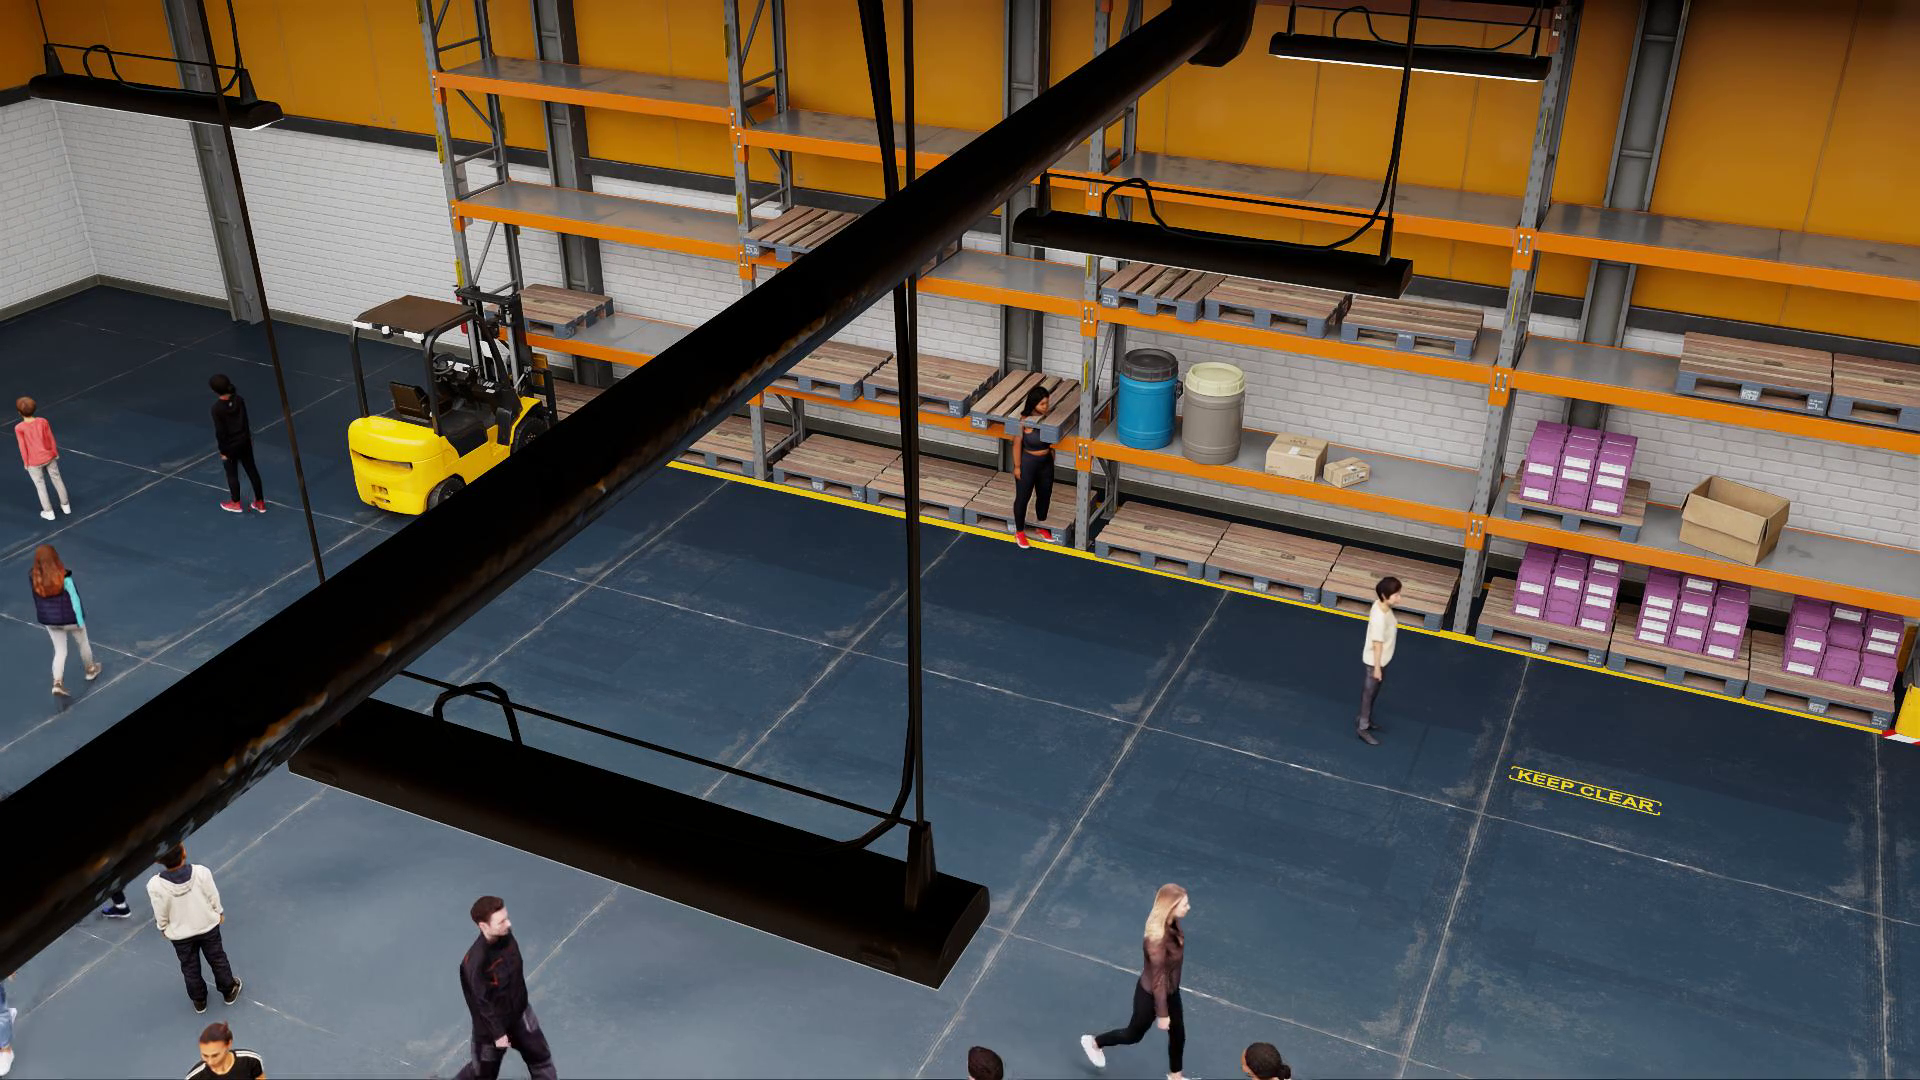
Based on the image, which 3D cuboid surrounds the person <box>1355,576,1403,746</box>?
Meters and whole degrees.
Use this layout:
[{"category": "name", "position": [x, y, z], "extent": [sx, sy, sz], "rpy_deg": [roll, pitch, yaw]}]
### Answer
[{"category": "person", "position": [3.634, 1.030, 14.508], "extent": [0.518, 1.589, 0.618], "rpy_deg": [9, 30, 15]}]

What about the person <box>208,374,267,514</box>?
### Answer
[{"category": "person", "position": [-7.905, -1.040, 18.222], "extent": [0.740, 1.667, 0.670], "rpy_deg": [17, 33, 28]}]

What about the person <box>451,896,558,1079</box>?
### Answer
[{"category": "person", "position": [-2.986, 3.036, 10.531], "extent": [1.245, 1.875, 0.756], "rpy_deg": [10, 30, 17]}]

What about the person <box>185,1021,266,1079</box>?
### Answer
[{"category": "person", "position": [-4.295, 3.493, 9.910], "extent": [0.651, 1.668, 0.686], "rpy_deg": [-14, 32, -24]}]

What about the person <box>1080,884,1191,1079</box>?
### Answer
[{"category": "person", "position": [1.204, 2.950, 10.905], "extent": [1.087, 1.668, 0.624], "rpy_deg": [14, 32, 24]}]

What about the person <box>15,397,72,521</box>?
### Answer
[{"category": "person", "position": [-10.088, -0.908, 18.241], "extent": [0.551, 1.416, 0.572], "rpy_deg": [24, 37, 37]}]

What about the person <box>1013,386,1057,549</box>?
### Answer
[{"category": "person", "position": [0.787, -0.808, 17.641], "extent": [0.770, 1.816, 0.808], "rpy_deg": [-14, 32, -24]}]

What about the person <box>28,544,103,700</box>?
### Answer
[{"category": "person", "position": [-8.207, 0.754, 15.135], "extent": [0.960, 1.474, 0.877], "rpy_deg": [0, 29, -1]}]

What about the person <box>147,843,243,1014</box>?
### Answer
[{"category": "person", "position": [-5.362, 2.685, 11.618], "extent": [0.658, 1.451, 0.710], "rpy_deg": [-11, 31, -20]}]
